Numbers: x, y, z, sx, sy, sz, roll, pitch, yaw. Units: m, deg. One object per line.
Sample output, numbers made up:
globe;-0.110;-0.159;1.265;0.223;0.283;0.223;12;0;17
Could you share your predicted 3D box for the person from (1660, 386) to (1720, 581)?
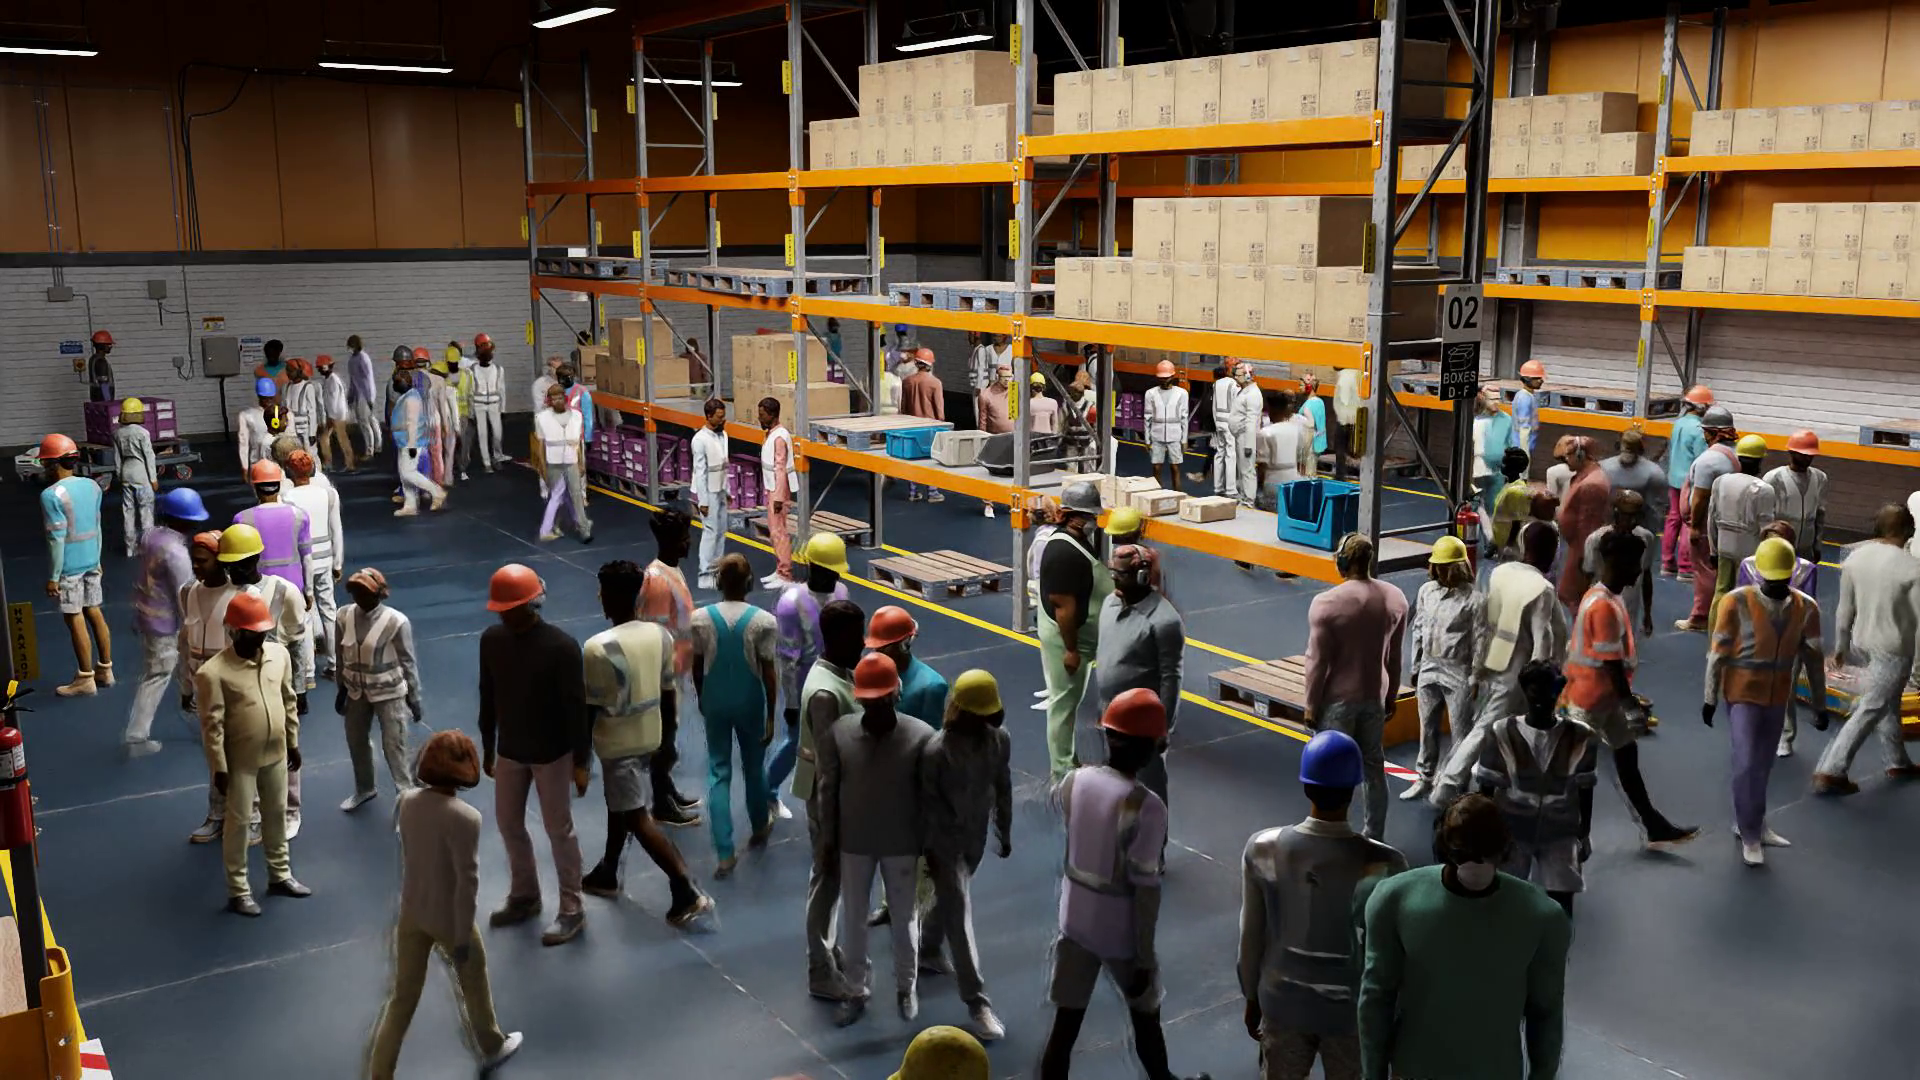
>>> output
person;7.457;-0.575;16.948;0.426;1.984;0.637;-1;11;-4

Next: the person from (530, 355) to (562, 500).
person;-5.271;-1.464;21.727;0.409;1.907;0.646;9;14;40

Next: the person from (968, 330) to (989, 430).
person;0.283;-2.557;27.369;0.374;1.879;0.584;-2;11;-8

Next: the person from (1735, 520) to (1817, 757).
person;5.614;0.667;11.494;0.528;1.630;0.313;8;14;36

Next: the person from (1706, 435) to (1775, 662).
person;6.421;0.095;13.655;0.373;1.925;0.595;-5;12;-24

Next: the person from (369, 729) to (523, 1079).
person;-2.196;1.589;6.935;0.494;1.573;0.882;6;12;26

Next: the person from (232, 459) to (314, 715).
person;-5.062;0.365;12.296;0.548;1.925;0.392;-8;13;-35

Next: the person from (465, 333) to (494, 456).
person;-7.487;-2.263;25.789;0.723;1.910;0.570;9;14;39

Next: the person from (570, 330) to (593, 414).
person;-6.025;-2.444;26.836;0.515;1.866;0.340;5;12;22

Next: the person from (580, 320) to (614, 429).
person;-6.107;-2.761;28.129;0.619;1.985;0.406;-3;12;-17

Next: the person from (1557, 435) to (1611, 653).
person;5.230;0.065;13.933;0.461;1.876;0.695;2;11;12

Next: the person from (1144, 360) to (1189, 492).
person;2.557;-1.270;20.662;0.545;1.929;0.391;2;11;11

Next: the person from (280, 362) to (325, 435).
person;-9.140;-1.630;23.114;0.616;1.678;0.904;-5;12;-23

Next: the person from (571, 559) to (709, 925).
person;-1.711;1.054;8.781;0.993;1.928;0.606;6;12;27

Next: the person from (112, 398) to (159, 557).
person;-8.931;-0.677;18.081;0.492;1.743;0.295;3;11;15

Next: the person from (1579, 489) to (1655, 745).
person;4.620;0.503;11.856;0.525;1.821;0.667;-2;11;-12

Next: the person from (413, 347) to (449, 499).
person;-7.031;-1.533;21.847;0.618;1.986;0.408;-3;12;-16

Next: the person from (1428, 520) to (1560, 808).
person;3.383;0.791;10.305;0.968;1.856;0.612;-1;11;-5

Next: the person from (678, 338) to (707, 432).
person;-4.599;-2.662;28.534;0.530;1.617;0.352;0;11;2

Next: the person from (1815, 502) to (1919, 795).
person;5.940;0.696;10.690;0.990;1.888;0.630;-2;11;-11

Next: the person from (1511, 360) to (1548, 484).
person;6.559;-1.062;19.283;0.397;2.043;0.609;3;11;15

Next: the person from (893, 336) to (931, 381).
person;-0.703;-1.905;23.603;0.645;2.000;0.702;-9;14;-38

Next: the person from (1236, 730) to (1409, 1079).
person;1.270;1.619;5.835;0.605;1.939;0.416;6;12;27

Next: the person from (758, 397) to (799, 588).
person;-1.826;-0.480;16.667;0.404;1.906;0.598;-3;11;-15

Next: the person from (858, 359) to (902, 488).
person;-1.067;-1.601;22.630;0.648;1.819;0.491;0;11;-2

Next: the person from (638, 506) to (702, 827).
person;-1.773;0.757;10.167;0.361;1.963;0.612;-1;11;-4

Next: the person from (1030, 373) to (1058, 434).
person;0.968;-1.197;20.693;0.525;1.765;0.329;-5;12;-24

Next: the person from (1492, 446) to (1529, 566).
person;4.837;0.017;14.641;0.318;1.700;0.535;2;11;12

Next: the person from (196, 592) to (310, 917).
person;-3.743;1.127;8.856;0.361;1.741;0.569;6;13;28

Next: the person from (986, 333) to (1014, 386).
person;0.680;-2.632;27.828;0.571;1.841;0.373;4;12;18

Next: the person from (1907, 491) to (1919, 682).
person;7.723;0.248;13.103;0.390;1.838;0.563;-10;15;-40

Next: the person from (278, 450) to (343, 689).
person;-5.131;0.227;13.093;0.344;1.882;0.585;8;14;37

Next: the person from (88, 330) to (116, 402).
person;-12.479;-2.040;24.305;0.404;2.036;0.606;-8;14;-35

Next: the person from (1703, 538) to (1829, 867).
person;4.658;0.918;9.538;0.665;1.891;0.643;-2;11;-9

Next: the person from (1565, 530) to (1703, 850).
person;3.810;0.899;9.542;0.973;1.918;0.614;6;13;28

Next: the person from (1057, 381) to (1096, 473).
person;1.529;-1.210;21.096;0.604;1.630;0.428;5;12;25

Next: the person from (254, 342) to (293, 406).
person;-9.887;-1.942;24.190;0.606;1.891;0.666;-2;11;-9

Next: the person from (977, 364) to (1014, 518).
person;0.538;-1.210;20.427;0.642;1.899;0.395;-3;11;-14

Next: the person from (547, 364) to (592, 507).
person;-4.983;-1.317;21.138;0.633;1.847;0.429;3;12;17

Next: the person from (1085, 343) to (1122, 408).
person;2.071;-1.995;24.064;0.535;2.000;0.681;-2;11;-8

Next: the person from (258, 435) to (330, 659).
person;-5.414;0.088;13.739;0.617;1.912;0.672;8;14;35

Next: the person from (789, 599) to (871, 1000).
person;-0.612;1.219;7.935;0.386;1.916;0.590;0;11;1

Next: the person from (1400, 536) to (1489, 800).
person;3.023;0.829;10.372;0.321;1.742;0.492;-10;15;-41

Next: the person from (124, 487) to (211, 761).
person;-5.384;0.561;11.417;0.846;1.875;0.644;-5;12;-26

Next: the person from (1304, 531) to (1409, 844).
person;2.243;0.906;9.501;0.626;1.932;0.354;-4;12;-20

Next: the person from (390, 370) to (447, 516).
person;-6.756;-1.195;20.558;0.535;1.817;0.640;-7;13;-30

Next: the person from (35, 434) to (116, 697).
person;-6.869;0.196;12.844;0.390;2.041;0.614;1;11;6

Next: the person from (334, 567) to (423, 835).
person;-3.553;0.939;10.116;0.704;1.623;0.467;3;12;17

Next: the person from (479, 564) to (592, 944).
person;-2.170;1.075;8.520;0.704;1.974;0.516;5;12;22
